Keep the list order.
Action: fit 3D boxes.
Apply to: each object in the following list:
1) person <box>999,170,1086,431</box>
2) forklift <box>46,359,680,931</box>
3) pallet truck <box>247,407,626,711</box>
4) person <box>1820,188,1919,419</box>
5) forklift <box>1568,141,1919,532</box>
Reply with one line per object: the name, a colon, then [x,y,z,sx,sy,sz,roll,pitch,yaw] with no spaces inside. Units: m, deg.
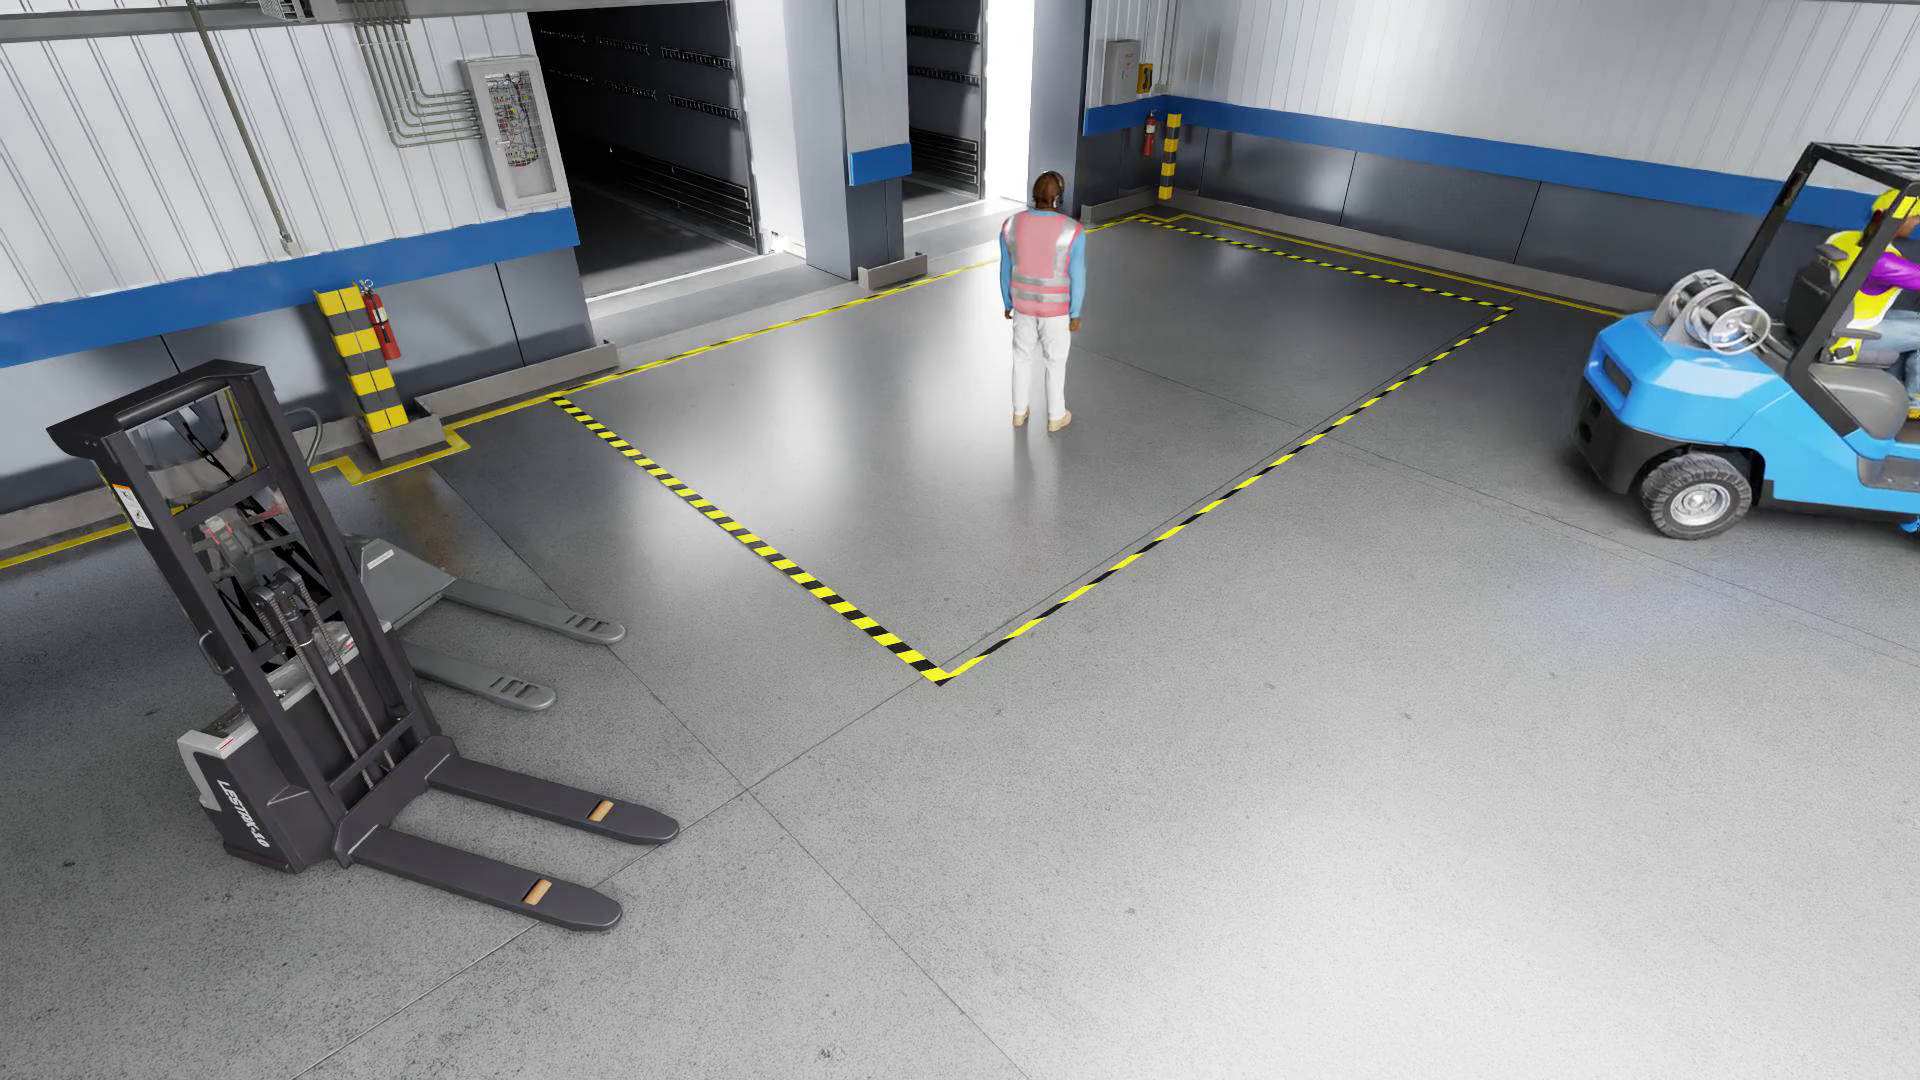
person: [0.587,-1.670,6.567,0.622,1.843,0.431,14,37,19]
forklift: [-2.135,0.422,3.354,1.885,1.965,0.823,10,35,14]
pallet truck: [-2.628,0.038,4.590,1.601,1.201,0.680,12,36,18]
person: [5.542,-1.351,5.311,1.004,1.294,0.635,8,35,11]
forklift: [5.486,-1.208,5.434,2.680,2.036,1.157,8,35,11]
